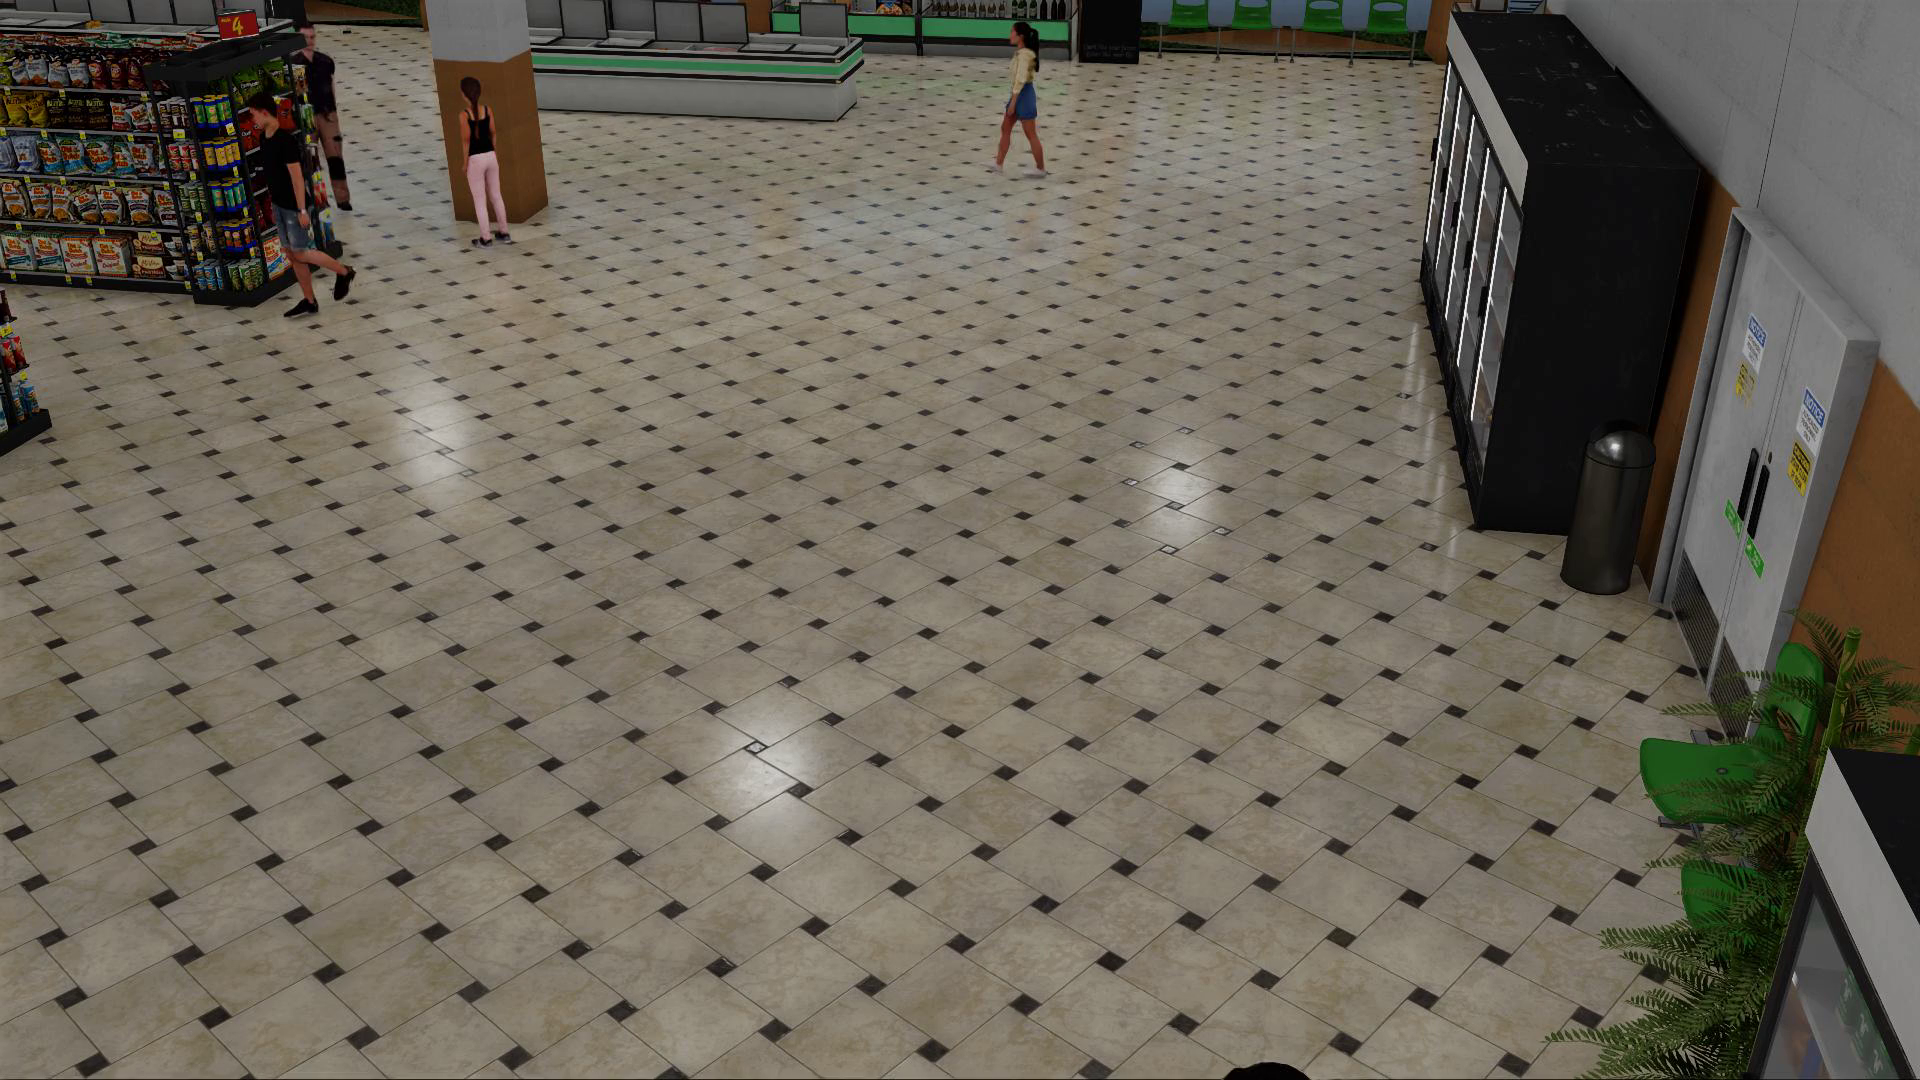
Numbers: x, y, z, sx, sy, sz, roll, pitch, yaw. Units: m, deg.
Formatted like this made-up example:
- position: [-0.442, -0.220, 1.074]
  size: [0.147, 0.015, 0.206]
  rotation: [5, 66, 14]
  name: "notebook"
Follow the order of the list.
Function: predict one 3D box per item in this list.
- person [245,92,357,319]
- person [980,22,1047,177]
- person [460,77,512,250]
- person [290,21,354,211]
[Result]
- position: [-5.406, -2.750, 13.651]
  size: [0.999, 1.817, 1.003]
  rotation: [20, 33, 34]
  name: "person"
- position: [0.755, -4.636, 17.608]
  size: [0.986, 1.601, 0.760]
  rotation: [0, 27, 0]
  name: "person"
- position: [-4.430, -3.497, 15.403]
  size: [0.643, 1.564, 0.614]
  rotation: [22, 34, 37]
  name: "person"
- position: [-6.443, -4.205, 16.530]
  size: [1.144, 1.808, 1.192]
  rotation: [-17, 32, -30]
  name: "person"
